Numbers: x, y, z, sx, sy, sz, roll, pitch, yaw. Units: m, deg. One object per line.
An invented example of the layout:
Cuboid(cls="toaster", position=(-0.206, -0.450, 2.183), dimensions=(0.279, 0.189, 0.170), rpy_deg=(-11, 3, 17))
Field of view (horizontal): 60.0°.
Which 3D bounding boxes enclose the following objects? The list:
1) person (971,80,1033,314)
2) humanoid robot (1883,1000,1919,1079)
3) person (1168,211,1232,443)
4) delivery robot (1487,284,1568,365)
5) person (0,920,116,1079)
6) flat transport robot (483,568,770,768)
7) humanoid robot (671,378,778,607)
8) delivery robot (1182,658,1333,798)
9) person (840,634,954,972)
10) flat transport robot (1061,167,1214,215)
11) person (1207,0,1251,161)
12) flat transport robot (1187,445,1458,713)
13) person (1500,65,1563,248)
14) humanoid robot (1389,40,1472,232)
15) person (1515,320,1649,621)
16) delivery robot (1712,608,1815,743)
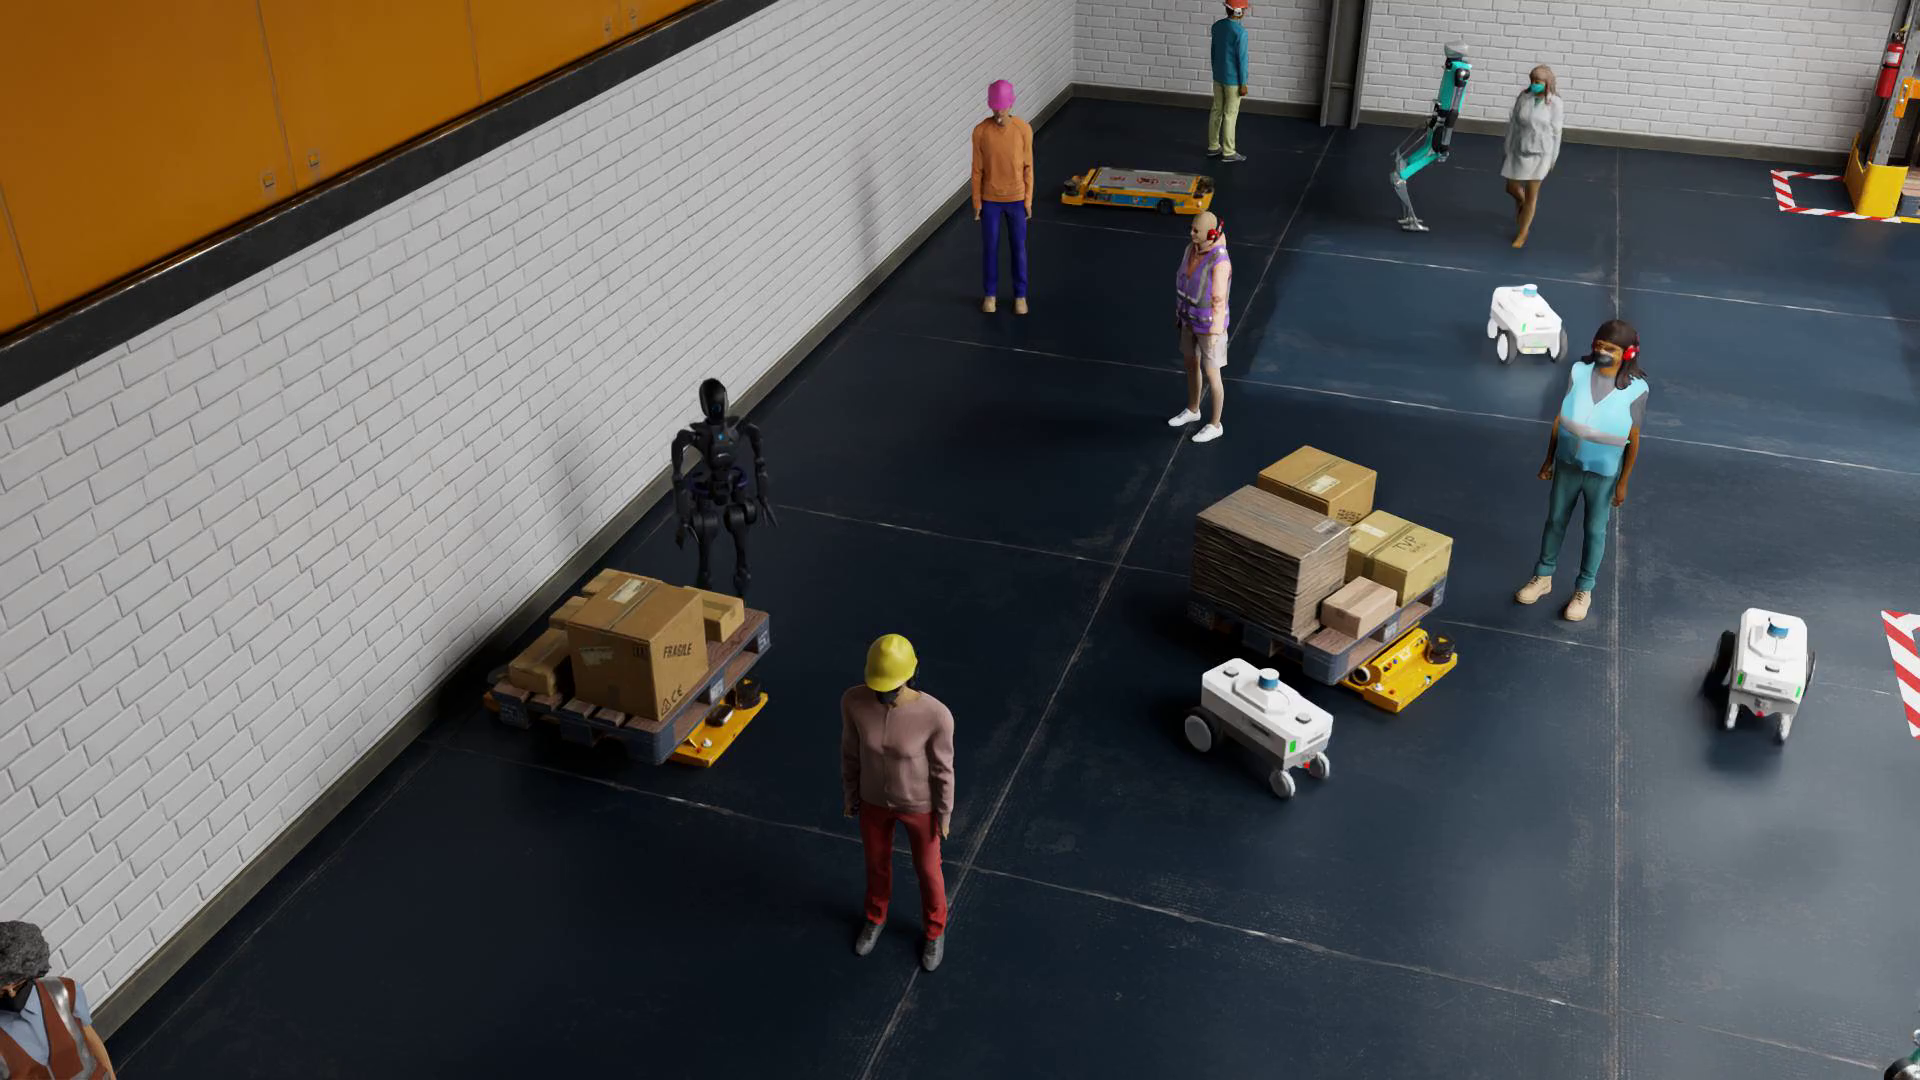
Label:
Cuboid(cls="person", position=(0.347, -2.834, 13.774), dimensions=(0.516, 1.973, 0.404), rpy_deg=(1, 30, 1))
Cuboid(cls="humanoid robot", position=(3.002, 2.067, 5.688), dimensions=(0.537, 1.814, 0.745), rpy_deg=(-12, 33, -20))
Cuboid(cls="person", position=(1.719, -1.526, 11.824), dimensions=(0.353, 1.685, 0.486), rpy_deg=(-16, 34, -25))
Cuboid(cls="delivery robot", position=(4.526, -1.735, 13.302), dimensions=(0.499, 0.601, 0.775), rpy_deg=(-2, 31, -3))
Cuboid(cls="person", position=(-3.151, 2.007, 5.804), dimensions=(0.308, 1.689, 0.452), rpy_deg=(23, 38, 34))
Cuboid(cls="flat transport robot", position=(-1.850, 0.849, 9.182), dimensions=(1.431, 0.231, 0.659), rpy_deg=(12, 32, 19))
Cuboid(cls="humanoid robot", position=(-1.374, -0.220, 9.623), dimensions=(0.596, 1.639, 0.428), rpy_deg=(-12, 33, -20))
Cuboid(cls="delivery robot", position=(1.584, 0.945, 8.753), dimensions=(0.499, 0.612, 0.814), rpy_deg=(-21, 36, -32))
Cuboid(cls="person", position=(-0.273, 1.142, 7.217), dimensions=(0.520, 1.759, 0.347), rpy_deg=(10, 32, 16))
Cuboid(cls="flat transport robot", position=(1.774, -3.469, 16.527), dimensions=(1.431, 0.231, 0.659), rpy_deg=(7, 31, 13))
Cuboid(cls="person", position=(2.837, -4.866, 17.437), dimensions=(0.327, 1.751, 0.562), rpy_deg=(-16, 34, -25))
Cuboid(cls="flat transport robot", position=(2.112, 0.521, 9.739), dimensions=(1.431, 0.231, 0.659), rpy_deg=(26, 39, 37))
Cuboid(cls="person", position=(5.278, -3.571, 15.337), dimensions=(0.502, 1.638, 0.628), rpy_deg=(19, 35, 29))
Cuboid(cls="humanoid robot", position=(4.323, -3.776, 15.564), dimensions=(0.709, 1.746, 0.540), rpy_deg=(2, 30, 3))
Cuboid(cls="person", position=(3.684, -0.422, 9.766), dimensions=(0.538, 1.865, 0.374), rpy_deg=(24, 38, 34))
Cuboid(cls="delivery robot", position=(4.442, 0.686, 9.146), dimensions=(0.499, 0.565, 0.745), rpy_deg=(13, 33, 21))
